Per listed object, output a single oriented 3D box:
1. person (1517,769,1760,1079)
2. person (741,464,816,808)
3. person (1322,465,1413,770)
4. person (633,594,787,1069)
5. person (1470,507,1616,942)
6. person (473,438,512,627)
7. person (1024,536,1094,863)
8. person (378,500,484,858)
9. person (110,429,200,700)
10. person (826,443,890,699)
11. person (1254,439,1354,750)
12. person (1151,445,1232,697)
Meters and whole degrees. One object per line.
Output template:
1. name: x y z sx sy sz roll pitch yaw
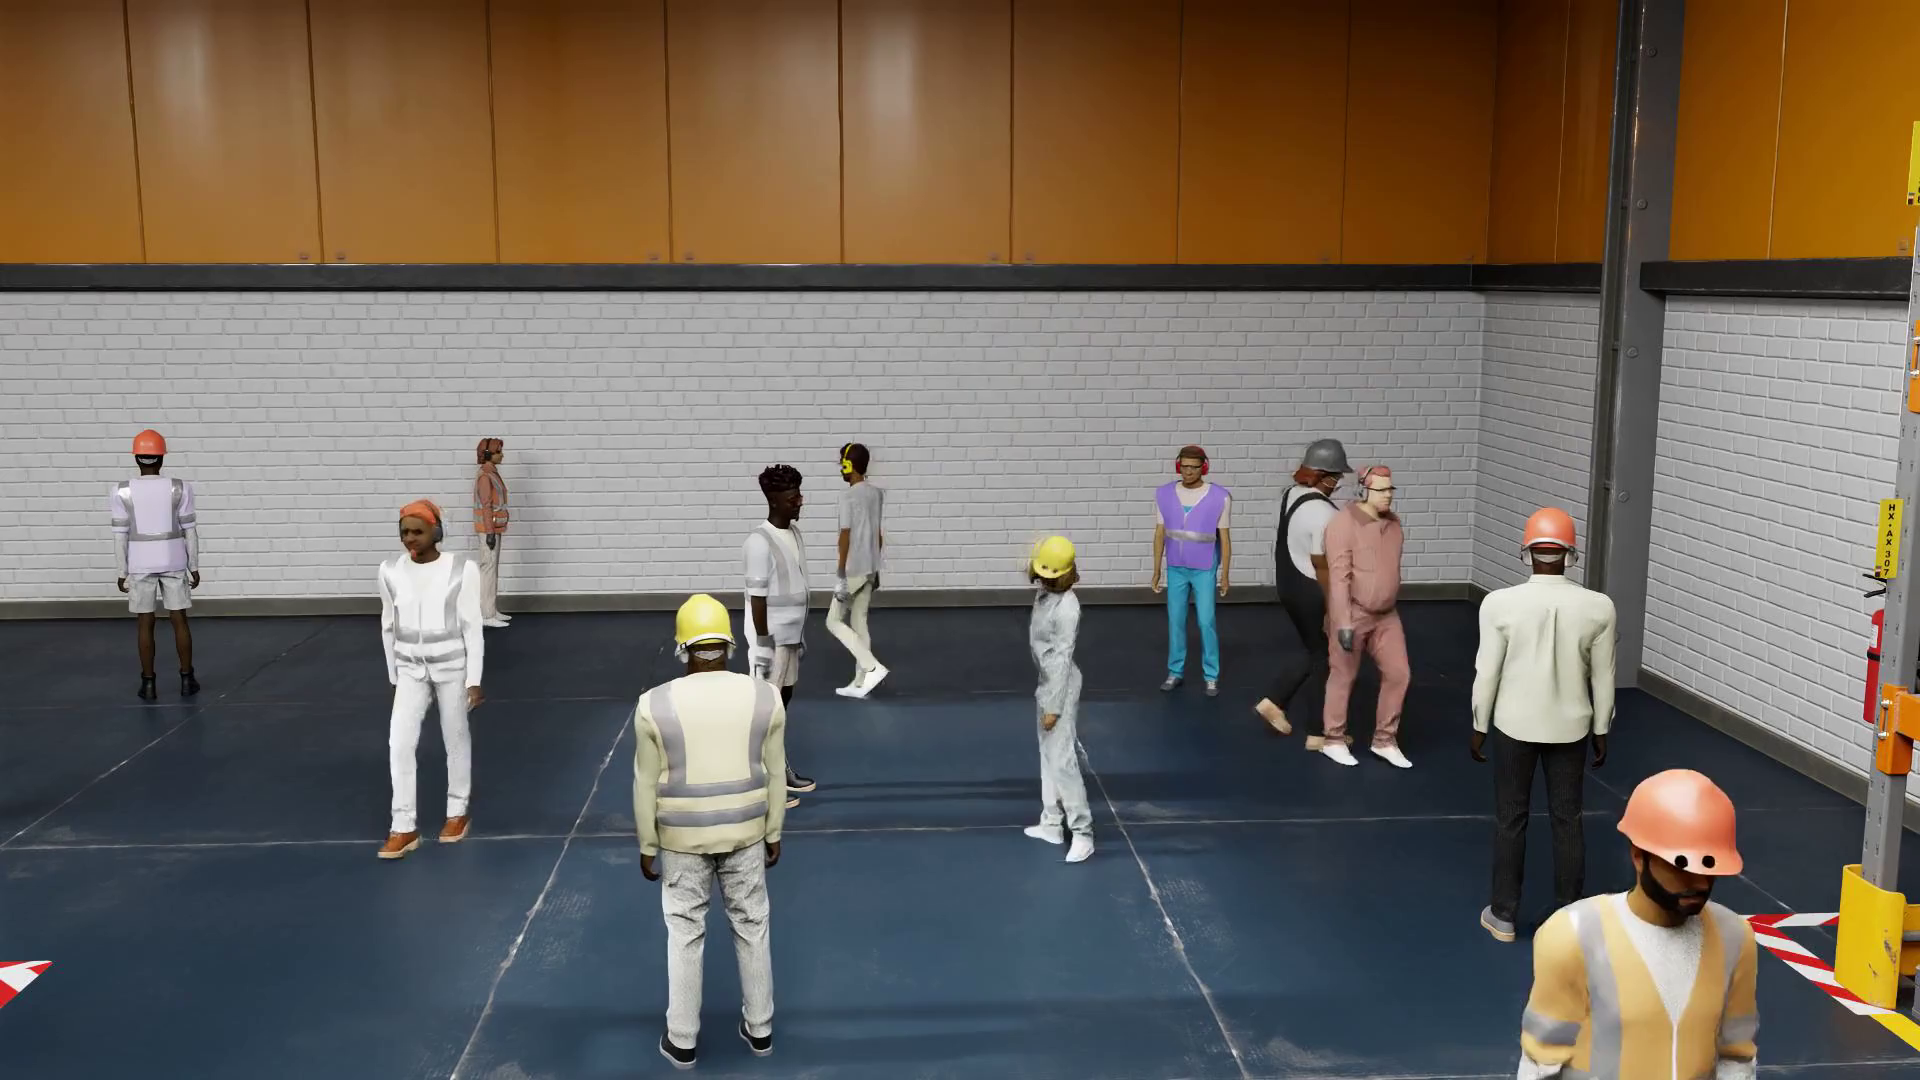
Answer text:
1. person: 1.596 1.464 3.890 0.583 1.918 0.497 -2 9 -11
2. person: -1.044 0.535 9.585 0.374 1.966 0.607 3 9 16
3. person: 2.520 0.485 10.175 0.657 1.885 0.689 -5 10 -29
4. person: -0.960 1.115 6.412 0.590 1.823 0.405 -3 10 -20
5. person: 2.640 0.844 7.566 0.625 1.990 0.389 1 9 7
6. person: -4.058 -0.069 14.409 0.310 1.638 0.522 -2 9 -10
7. person: 0.512 0.812 8.687 0.345 1.705 0.615 -1 9 -7
8. person: -2.780 0.730 8.683 0.596 1.857 0.793 0 9 3
9. person: -5.757 0.176 11.931 0.551 1.936 0.356 -5 10 -27
10. person: -0.731 0.235 11.840 0.433 1.845 0.538 6 11 31
11. person: 2.283 0.335 10.616 0.565 2.000 0.707 -2 9 -10
12. person: 1.685 0.217 12.042 0.568 1.831 0.401 5 10 28
